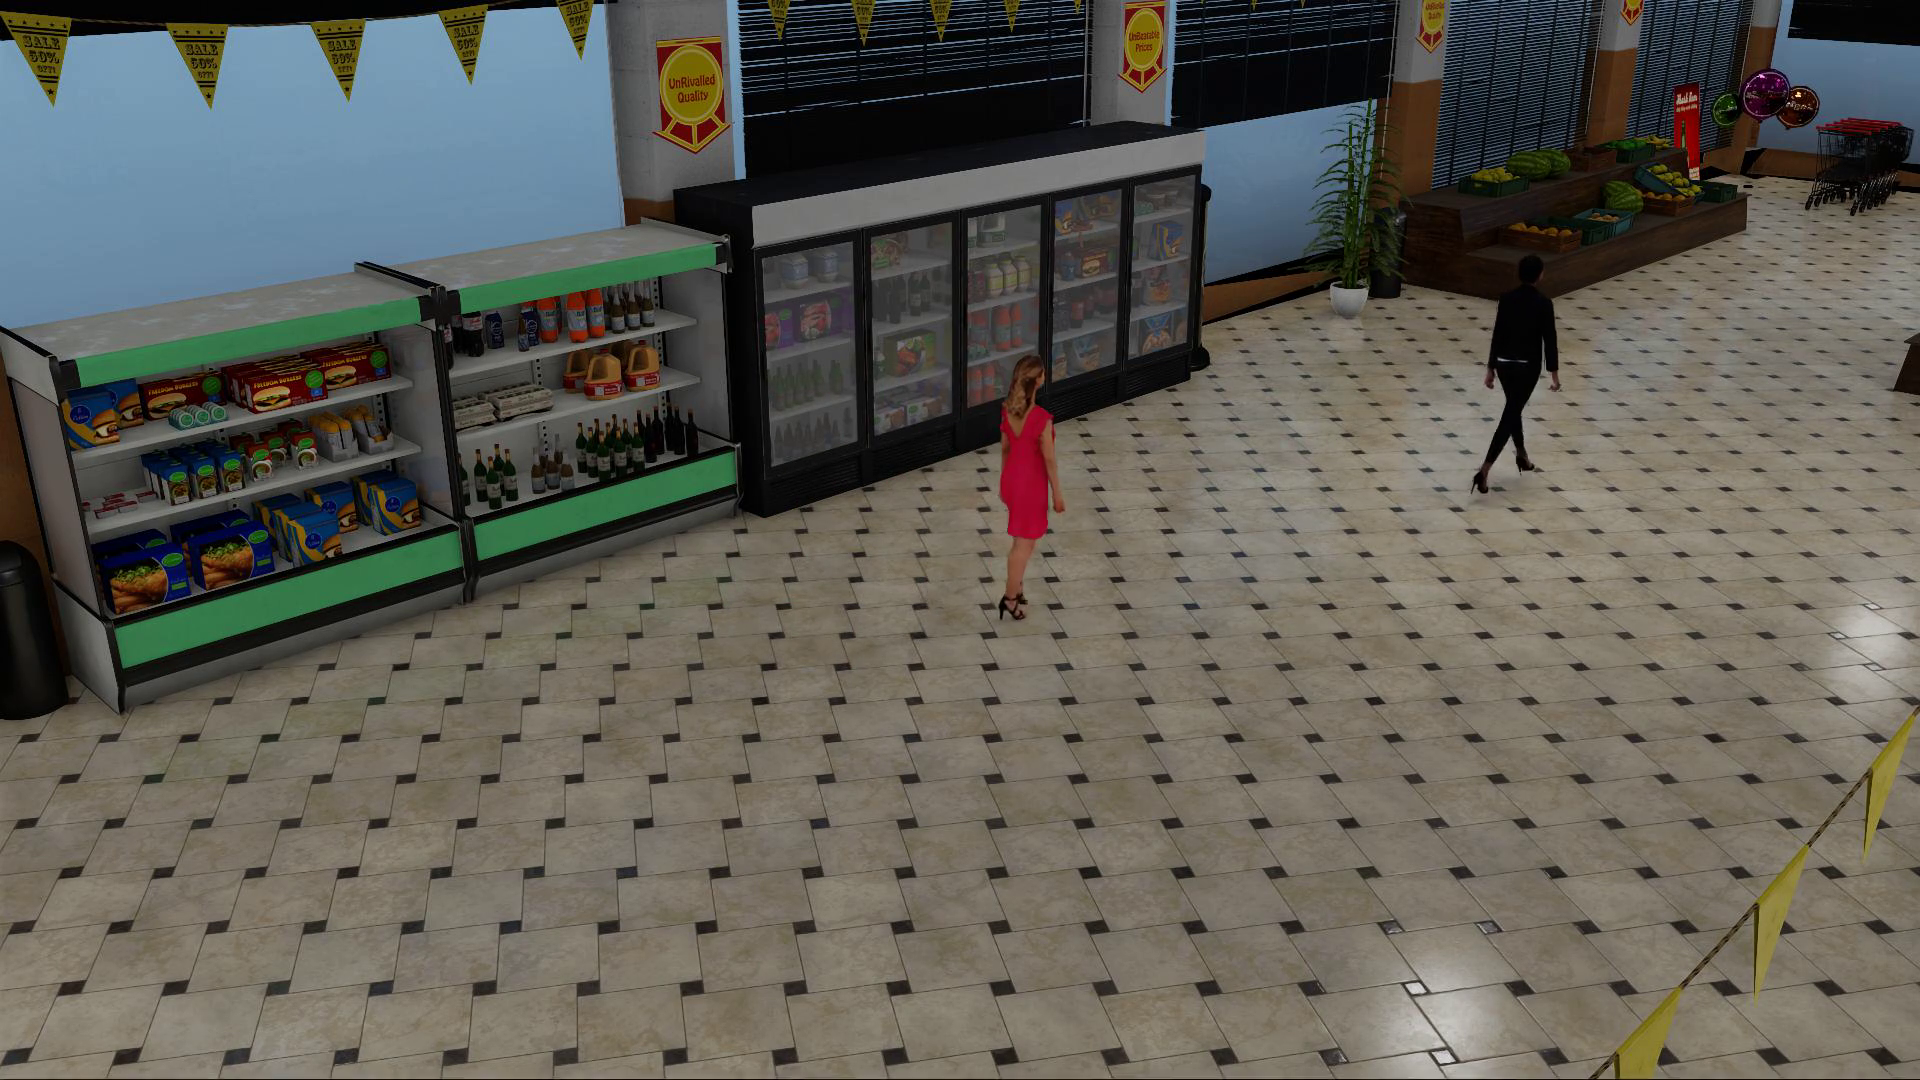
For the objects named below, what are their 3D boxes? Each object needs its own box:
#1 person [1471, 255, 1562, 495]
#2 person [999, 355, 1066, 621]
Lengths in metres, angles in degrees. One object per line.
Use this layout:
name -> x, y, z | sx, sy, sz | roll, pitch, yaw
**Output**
person -> 4.116, -1.172, 12.405 | 1.150, 1.778, 0.668 | -18, 28, -37
person -> 0.332, -0.293, 10.301 | 0.675, 1.716, 0.636 | -13, 25, -30
